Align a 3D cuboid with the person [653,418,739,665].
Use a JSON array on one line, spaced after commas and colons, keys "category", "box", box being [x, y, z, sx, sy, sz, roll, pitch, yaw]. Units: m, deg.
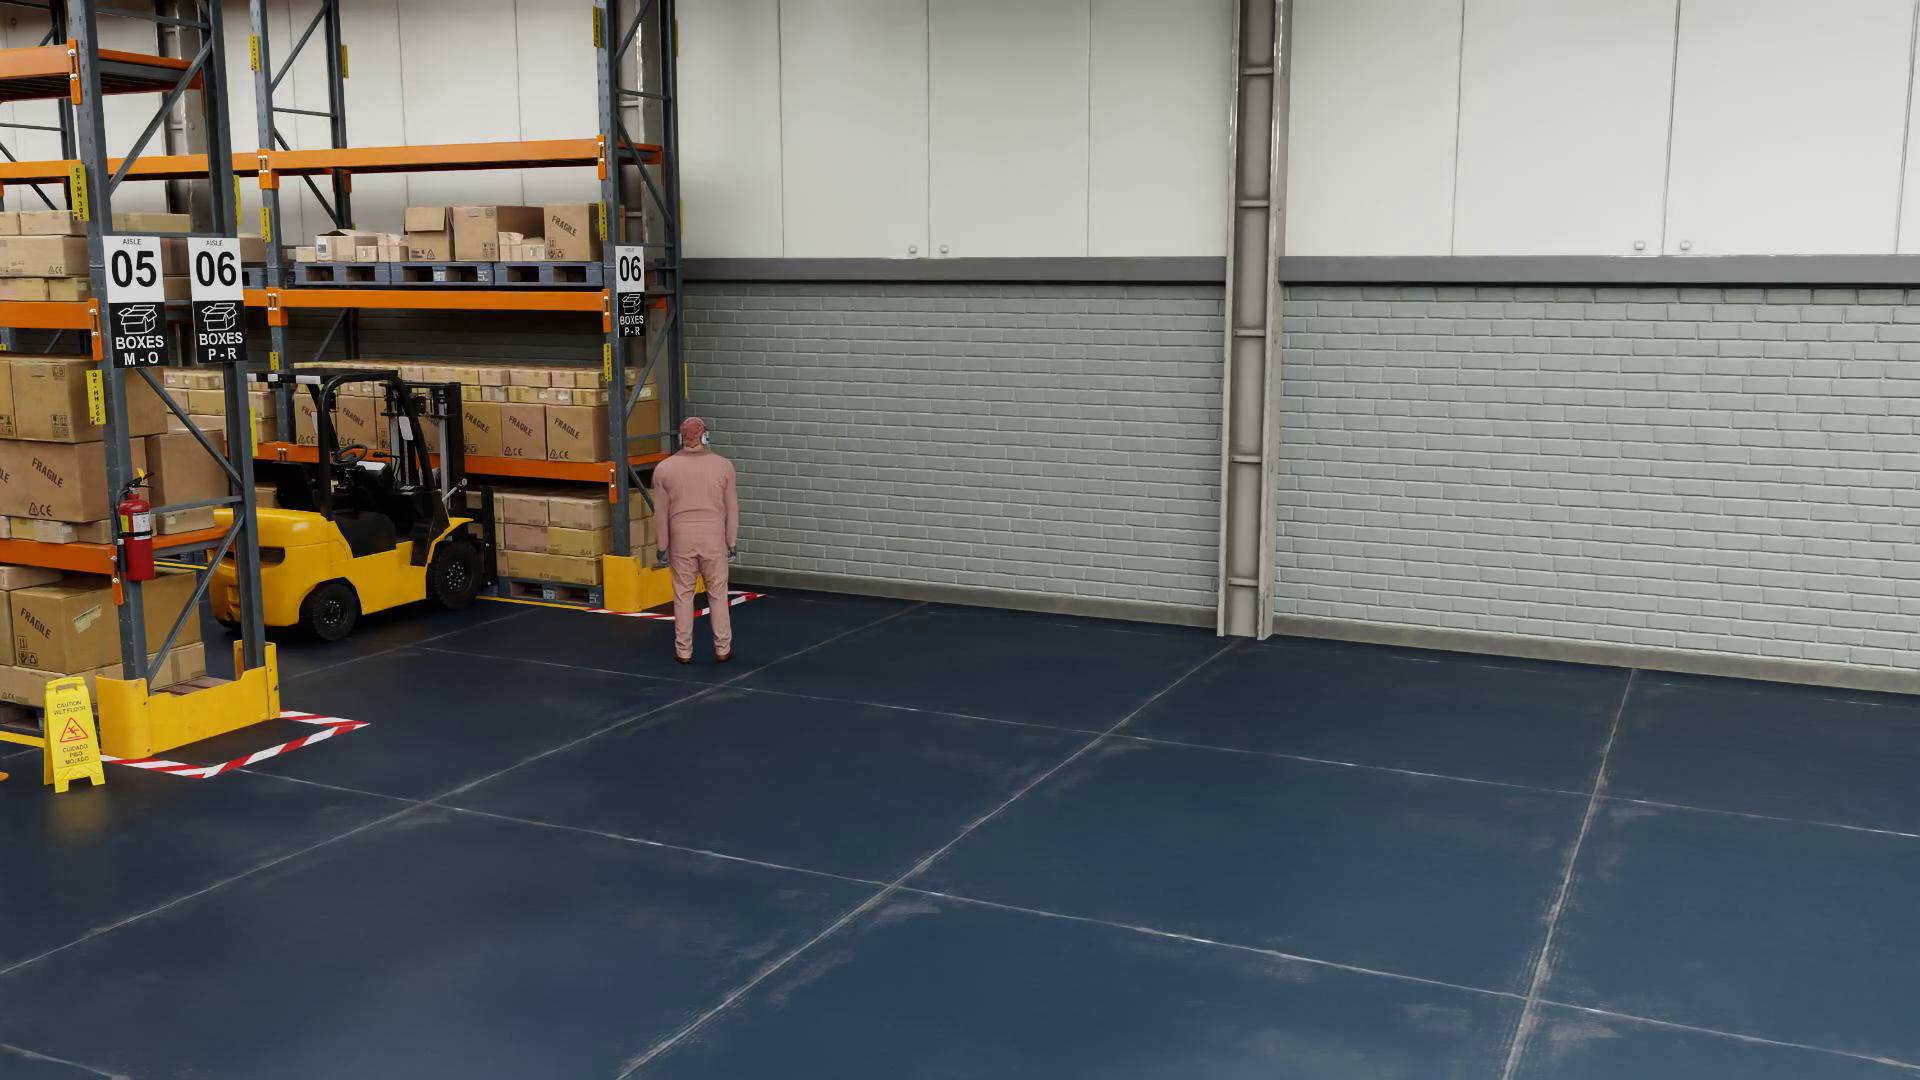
[{"category": "person", "box": [-2.022, 0.012, 12.791, 0.640, 1.901, 0.401, -1, 9, -8]}]
